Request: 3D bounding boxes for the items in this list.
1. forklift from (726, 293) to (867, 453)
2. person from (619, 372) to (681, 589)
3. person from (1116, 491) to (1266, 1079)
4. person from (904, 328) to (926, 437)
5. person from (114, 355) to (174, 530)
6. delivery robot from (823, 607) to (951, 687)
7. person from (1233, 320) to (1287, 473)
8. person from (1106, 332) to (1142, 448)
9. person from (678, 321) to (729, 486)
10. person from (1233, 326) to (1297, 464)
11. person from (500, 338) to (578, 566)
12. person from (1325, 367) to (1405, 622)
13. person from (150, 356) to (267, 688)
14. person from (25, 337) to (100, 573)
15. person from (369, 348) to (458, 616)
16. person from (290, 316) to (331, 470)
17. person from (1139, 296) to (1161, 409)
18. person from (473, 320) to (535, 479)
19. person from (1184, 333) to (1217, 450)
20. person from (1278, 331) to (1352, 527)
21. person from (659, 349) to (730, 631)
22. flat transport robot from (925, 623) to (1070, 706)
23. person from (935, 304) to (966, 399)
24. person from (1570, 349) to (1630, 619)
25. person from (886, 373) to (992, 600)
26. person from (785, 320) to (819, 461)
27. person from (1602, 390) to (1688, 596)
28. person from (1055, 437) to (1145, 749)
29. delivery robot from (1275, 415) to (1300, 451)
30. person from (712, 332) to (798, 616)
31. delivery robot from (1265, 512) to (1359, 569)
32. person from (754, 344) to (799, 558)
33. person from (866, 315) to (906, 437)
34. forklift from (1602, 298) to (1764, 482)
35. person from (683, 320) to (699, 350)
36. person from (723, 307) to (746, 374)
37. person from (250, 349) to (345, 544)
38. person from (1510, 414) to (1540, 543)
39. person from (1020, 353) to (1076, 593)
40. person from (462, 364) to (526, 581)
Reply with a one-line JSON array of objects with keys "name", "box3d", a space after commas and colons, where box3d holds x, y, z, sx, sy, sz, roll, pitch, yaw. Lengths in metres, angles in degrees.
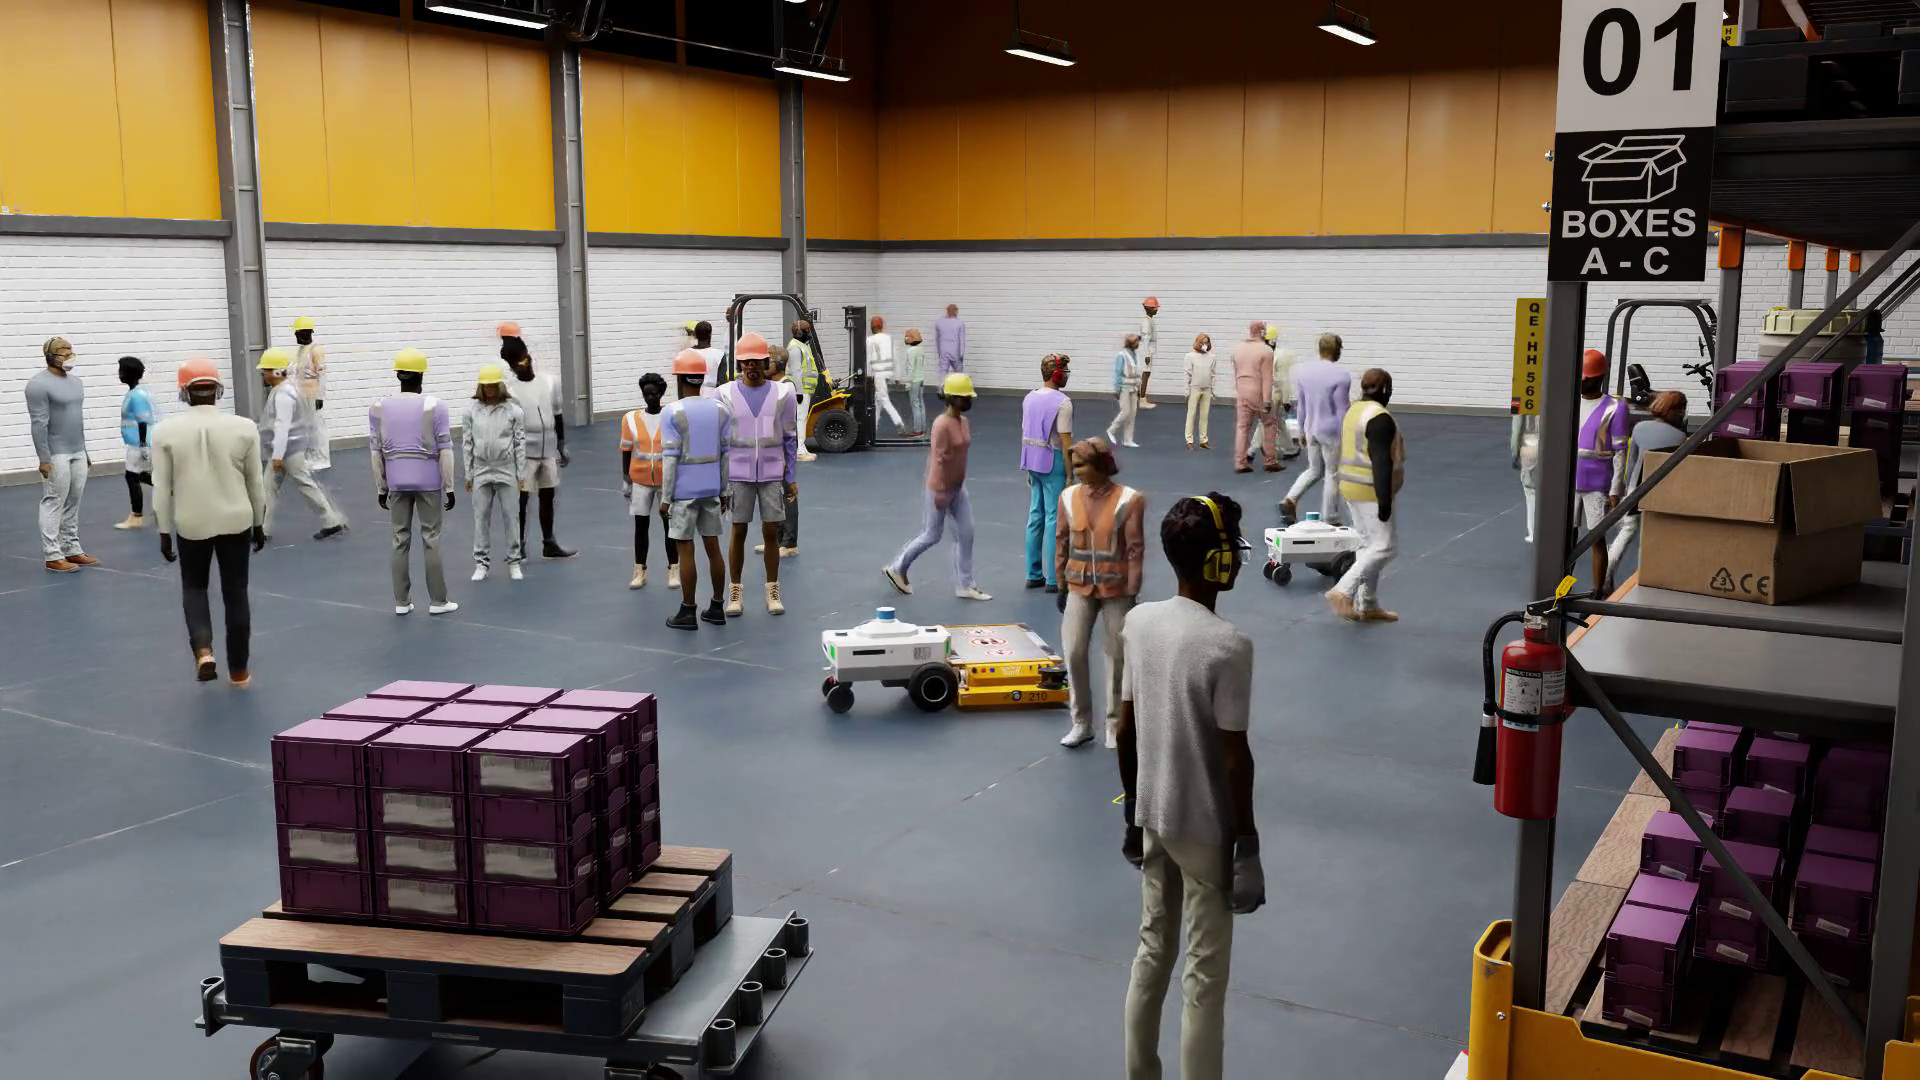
[{"name": "forklift", "box3d": [-2.458, -2.344, 23.176, 2.313, 2.155, 1.214, 0, 9, -2]}, {"name": "person", "box3d": [-2.373, -0.457, 12.942, 0.540, 1.695, 0.317, -1, 9, -3]}, {"name": "person", "box3d": [0.638, 0.797, 4.575, 0.335, 1.873, 0.521, -6, 11, -32]}, {"name": "person", "box3d": [-0.685, -2.359, 25.013, 0.279, 1.632, 0.502, 4, 10, 21]}, {"name": "person", "box3d": [-7.827, -0.945, 16.034, 0.627, 1.679, 0.536, -4, 10, -24]}, {"name": "delivery robot", "box3d": [-0.420, 0.626, 9.448, 0.707, 0.478, 0.477, -2, 9, -11]}, {"name": "person", "box3d": [3.717, -1.764, 20.542, 0.806, 1.872, 0.668, -7, 12, -38]}, {"name": "person", "box3d": [2.338, -2.112, 23.450, 0.416, 1.624, 0.553, 8, 12, 42]}, {"name": "person", "box3d": [-2.929, -1.538, 19.008, 0.597, 1.915, 0.370, 2, 9, 10]}, {"name": "person", "box3d": [3.993, -1.866, 21.502, 0.946, 1.774, 0.586, -2, 9, -14]}, {"name": "person", "box3d": [-3.570, -0.745, 14.060, 0.372, 1.927, 0.747, 9, 13, 43]}, {"name": "person", "box3d": [2.864, -0.311, 11.723, 0.509, 1.807, 0.653, -1, 9, -6]}, {"name": "person", "box3d": [-4.414, -0.094, 9.822, 0.606, 1.978, 0.478, -4, 10, -22]}, {"name": "person", "box3d": [-7.414, -0.705, 13.740, 0.356, 1.938, 0.633, 1, 9, 4]}, {"name": "person", "box3d": [-3.911, -0.410, 11.936, 0.588, 1.927, 0.371, 0, 9, 1]}, {"name": "person", "box3d": [-8.149, -1.837, 20.838, 0.376, 1.925, 0.594, -9, 13, -43]}, {"name": "person", "box3d": [3.450, -3.402, 30.249, 0.392, 2.041, 0.615, 2, 9, 9]}, {"name": "person", "box3d": [-5.427, -1.661, 19.810, 0.757, 1.910, 0.549, -1, 9, -7]}, {"name": "person", "box3d": [3.351, -2.068, 23.202, 0.497, 1.632, 0.289, -4, 10, -21]}, {"name": "person", "box3d": [3.375, -0.995, 15.610, 0.677, 1.920, 0.633, -6, 11, -32]}, {"name": "person", "box3d": [-1.849, -0.346, 11.500, 0.552, 1.936, 0.358, -8, 12, -43]}, {"name": "flat transport robot", "box3d": [0.198, 0.722, 10.024, 0.652, 0.197, 1.431, -2, 9, -10]}, {"name": "person", "box3d": [-0.172, -3.690, 32.578, 0.642, 1.875, 0.851, 3, 10, 18]}, {"name": "person", "box3d": [4.451, -0.397, 11.855, 0.382, 1.927, 0.542, -8, 12, -40]}, {"name": "person", "box3d": [-0.174, -0.402, 12.510, 0.771, 1.732, 0.531, 5, 10, 28]}, {"name": "person", "box3d": [-2.072, -1.959, 21.861, 0.429, 1.846, 0.625, 0, 9, 1]}, {"name": "person", "box3d": [5.196, -0.351, 12.625, 0.756, 1.594, 0.555, -5, 10, -28]}, {"name": "person", "box3d": [0.691, 0.292, 8.540, 0.512, 1.622, 0.508, 4, 10, 22]}, {"name": "delivery robot", "box3d": [4.450, -1.443, 22.362, 0.477, 0.478, 0.707, 9, 13, 44]}, {"name": "person", "box3d": [-1.461, -0.462, 11.901, 0.614, 2.041, 0.393, -2, 9, -11]}, {"name": "delivery robot", "box3d": [2.797, 0.020, 13.229, 0.707, 0.478, 0.477, -1, 9, -7]}, {"name": "person", "box3d": [-1.581, -0.766, 14.415, 0.345, 1.846, 0.507, -5, 10, -28]}, {"name": "person", "box3d": [-1.140, -2.482, 25.176, 0.981, 1.839, 0.580, 8, 12, 42]}, {"name": "forklift", "box3d": [7.954, -1.589, 18.462, 2.313, 2.155, 1.214, 5, 11, 30]}, {"name": "person", "box3d": [-3.944, -2.440, 25.145, 0.713, 1.738, 0.551, -6, 11, -32]}, {"name": "person", "box3d": [-3.944, -3.122, 29.002, 0.352, 1.883, 0.580, -7, 12, -38]}, {"name": "person", "box3d": [-6.097, -0.843, 15.106, 0.941, 1.787, 0.598, -5, 10, -26]}, {"name": "person", "box3d": [5.239, -0.764, 15.078, 0.520, 1.620, 0.359, -1, 9, -6]}, {"name": "person", "box3d": [0.678, -0.514, 12.834, 0.372, 1.843, 0.570, -6, 11, -33]}, {"name": "person", "box3d": [-3.718, -0.535, 13.287, 0.490, 1.742, 0.306, -1, 9, -9]}]
